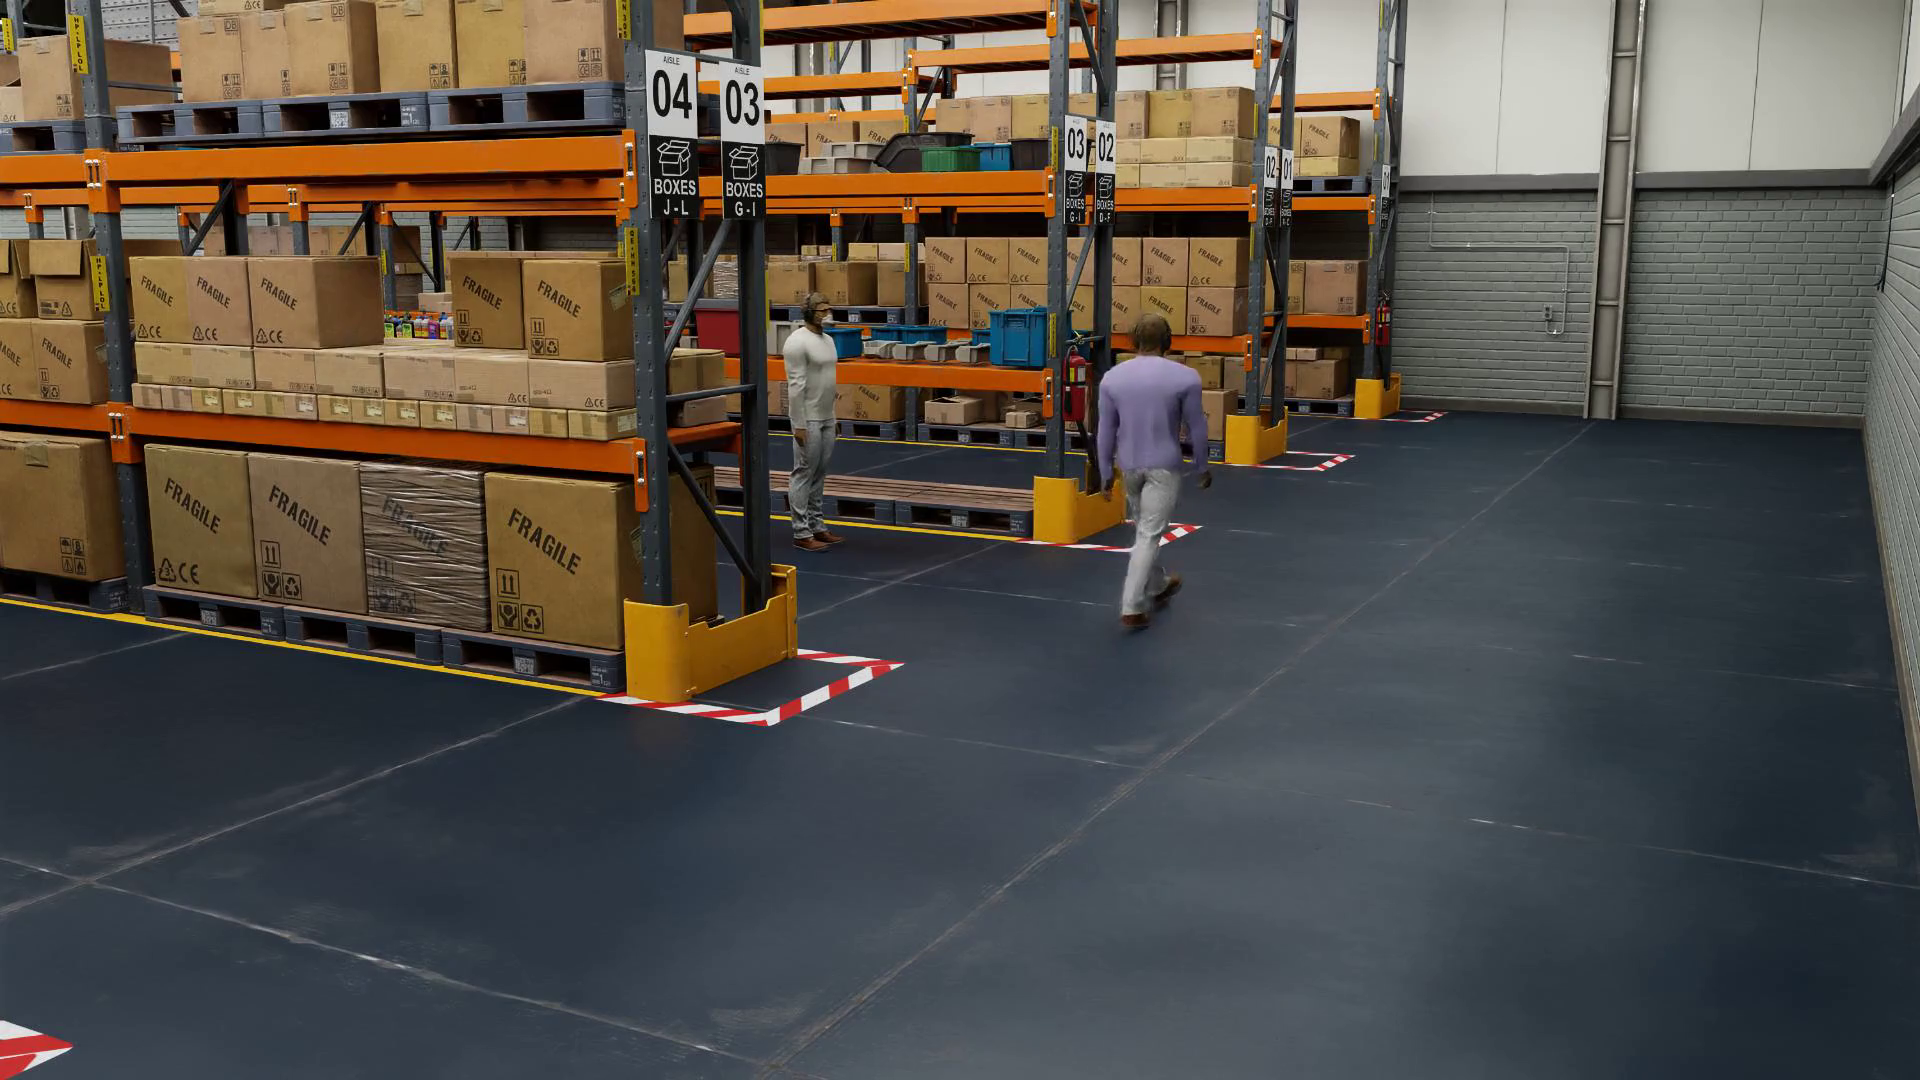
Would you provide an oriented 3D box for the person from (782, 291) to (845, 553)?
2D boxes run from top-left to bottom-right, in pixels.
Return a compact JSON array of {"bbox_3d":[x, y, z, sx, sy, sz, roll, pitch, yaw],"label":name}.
[{"bbox_3d":[-1.087,-0.888,12.465,0.371,1.941,0.627,4,11,21],"label":"person"}]

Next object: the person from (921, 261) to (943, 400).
[{"bbox_3d":[-0.386,-2.417,20.532,0.394,2.038,0.605,5,11,25],"label":"person"}]

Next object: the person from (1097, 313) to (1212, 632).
[{"bbox_3d":[1.185,-0.431,10.121,0.630,1.879,1.033,6,12,30],"label":"person"}]

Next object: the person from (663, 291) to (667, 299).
[{"bbox_3d":[-4.479,-3.121,24.924,0.869,1.846,0.517,6,12,28],"label":"person"}]
